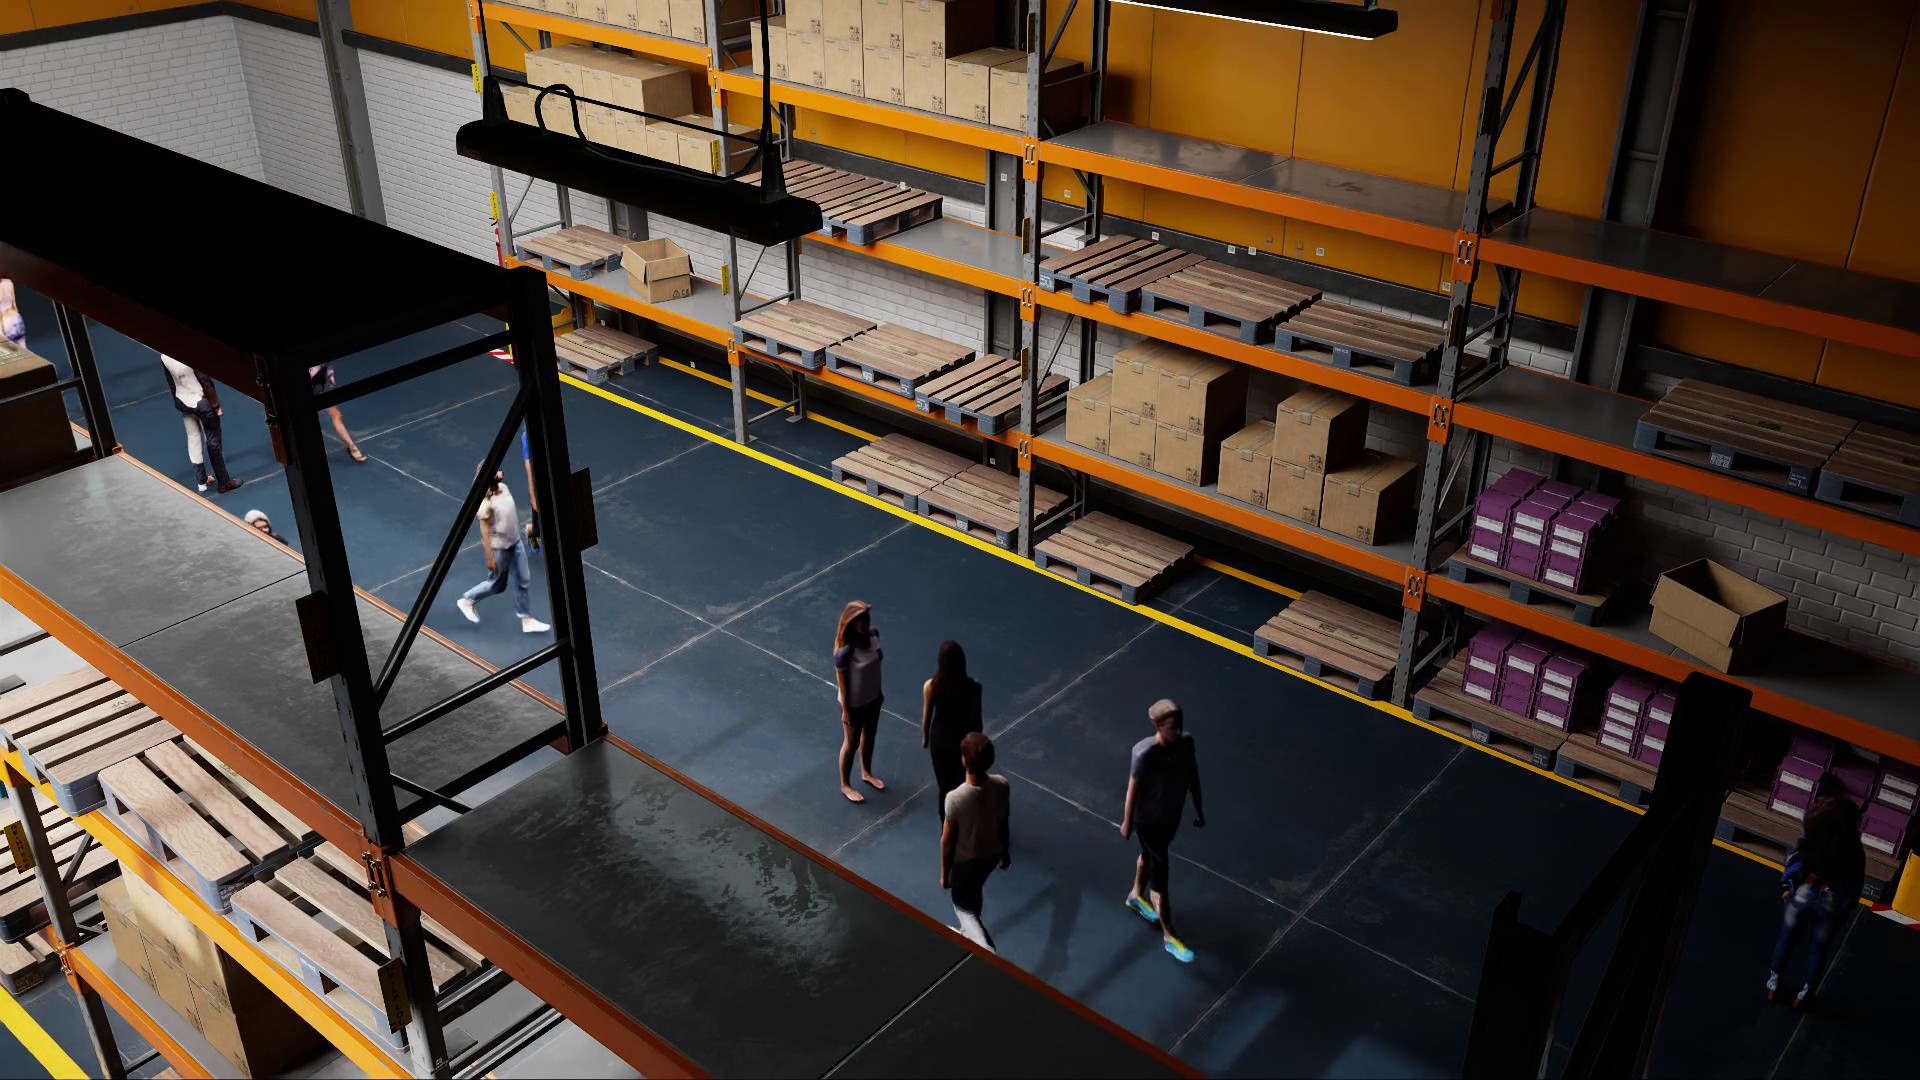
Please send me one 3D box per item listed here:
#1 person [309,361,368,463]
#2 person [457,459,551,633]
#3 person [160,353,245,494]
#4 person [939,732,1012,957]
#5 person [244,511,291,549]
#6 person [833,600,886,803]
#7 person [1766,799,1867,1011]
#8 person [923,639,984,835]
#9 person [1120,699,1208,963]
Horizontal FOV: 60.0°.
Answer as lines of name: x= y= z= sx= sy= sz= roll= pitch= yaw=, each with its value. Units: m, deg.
person: x=-6.935 y=-1.612 z=17.655 sx=1.247 sy=1.759 sz=1.041 roll=4 pitch=29 yaw=8
person: x=-4.116 y=0.068 z=14.636 sx=1.169 sy=1.701 sz=0.975 roll=5 pitch=29 yaw=9
person: x=-7.852 y=-1.387 z=17.103 sx=0.676 sy=1.892 sz=0.820 roll=8 pitch=30 yaw=14
person: x=0.137 y=2.102 z=10.726 sx=0.874 sy=1.876 sz=1.193 roll=-18 pitch=33 yaw=-29
person: x=-5.724 y=0.510 z=13.813 sx=1.065 sy=1.715 sz=0.594 roll=23 pitch=36 yaw=35
person: x=-0.766 y=1.186 z=12.561 sx=0.526 sy=1.727 sz=0.577 roll=21 pitch=35 yaw=34
person: x=5.465 y=2.311 z=10.615 sx=0.485 sy=1.614 sz=0.662 roll=20 pitch=35 yaw=32
person: x=-0.056 y=1.536 z=12.013 sx=1.127 sy=1.637 sz=1.120 roll=1 pitch=29 yaw=1
person: x=1.278 y=1.836 z=11.229 sx=0.845 sy=1.861 sz=1.105 roll=-20 pitch=34 yaw=-32
